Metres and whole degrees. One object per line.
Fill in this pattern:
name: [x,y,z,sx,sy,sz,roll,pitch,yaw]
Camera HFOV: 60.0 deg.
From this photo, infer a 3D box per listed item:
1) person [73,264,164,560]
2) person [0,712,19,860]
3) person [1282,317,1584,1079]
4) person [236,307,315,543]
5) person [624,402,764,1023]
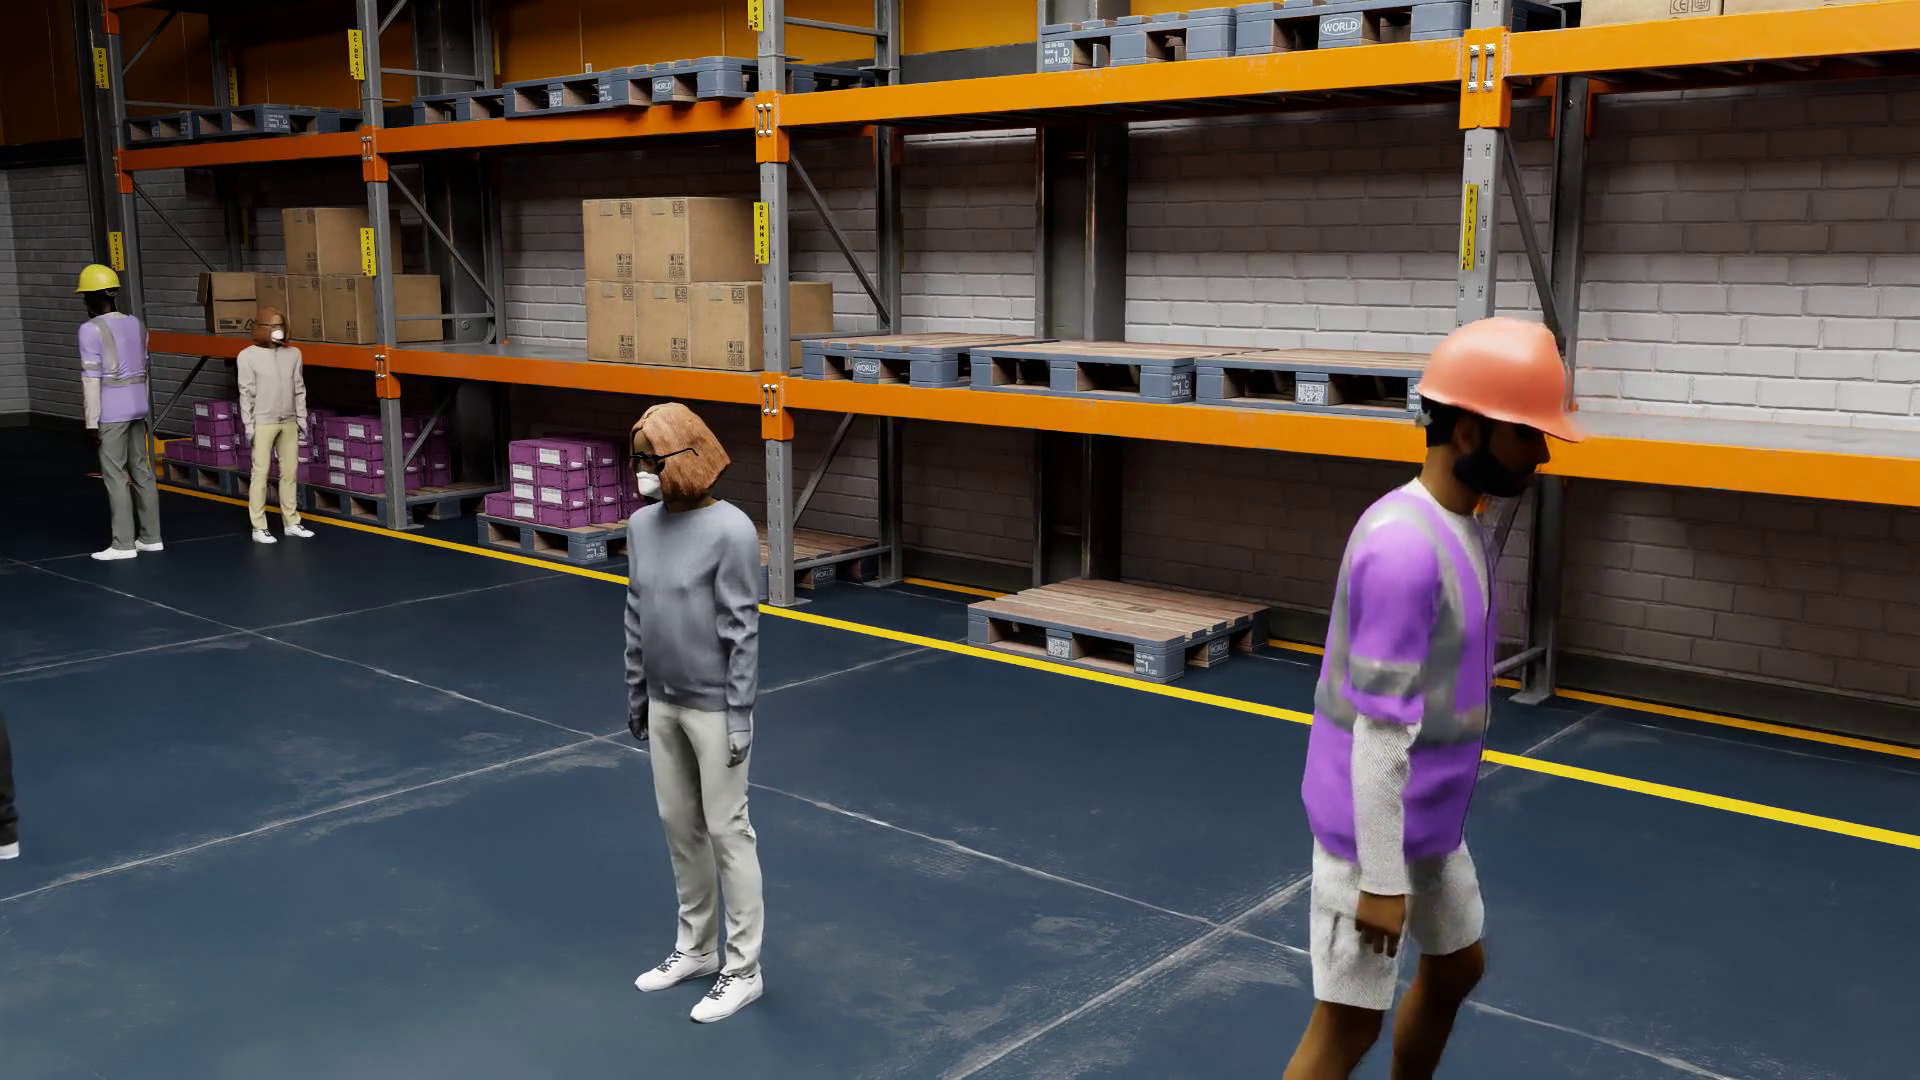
person: [-5.515,-0.829,10.853,0.396,1.918,0.588,2,10,10]
person: [-3.294,0.152,5.311,0.395,1.908,0.595,1,10,8]
person: [0.886,0.527,3.188,0.497,1.906,0.616,5,11,29]
person: [-4.732,-0.792,11.484,0.284,1.625,0.492,6,12,32]
person: [-0.724,0.446,4.432,0.503,1.623,0.298,8,13,40]
